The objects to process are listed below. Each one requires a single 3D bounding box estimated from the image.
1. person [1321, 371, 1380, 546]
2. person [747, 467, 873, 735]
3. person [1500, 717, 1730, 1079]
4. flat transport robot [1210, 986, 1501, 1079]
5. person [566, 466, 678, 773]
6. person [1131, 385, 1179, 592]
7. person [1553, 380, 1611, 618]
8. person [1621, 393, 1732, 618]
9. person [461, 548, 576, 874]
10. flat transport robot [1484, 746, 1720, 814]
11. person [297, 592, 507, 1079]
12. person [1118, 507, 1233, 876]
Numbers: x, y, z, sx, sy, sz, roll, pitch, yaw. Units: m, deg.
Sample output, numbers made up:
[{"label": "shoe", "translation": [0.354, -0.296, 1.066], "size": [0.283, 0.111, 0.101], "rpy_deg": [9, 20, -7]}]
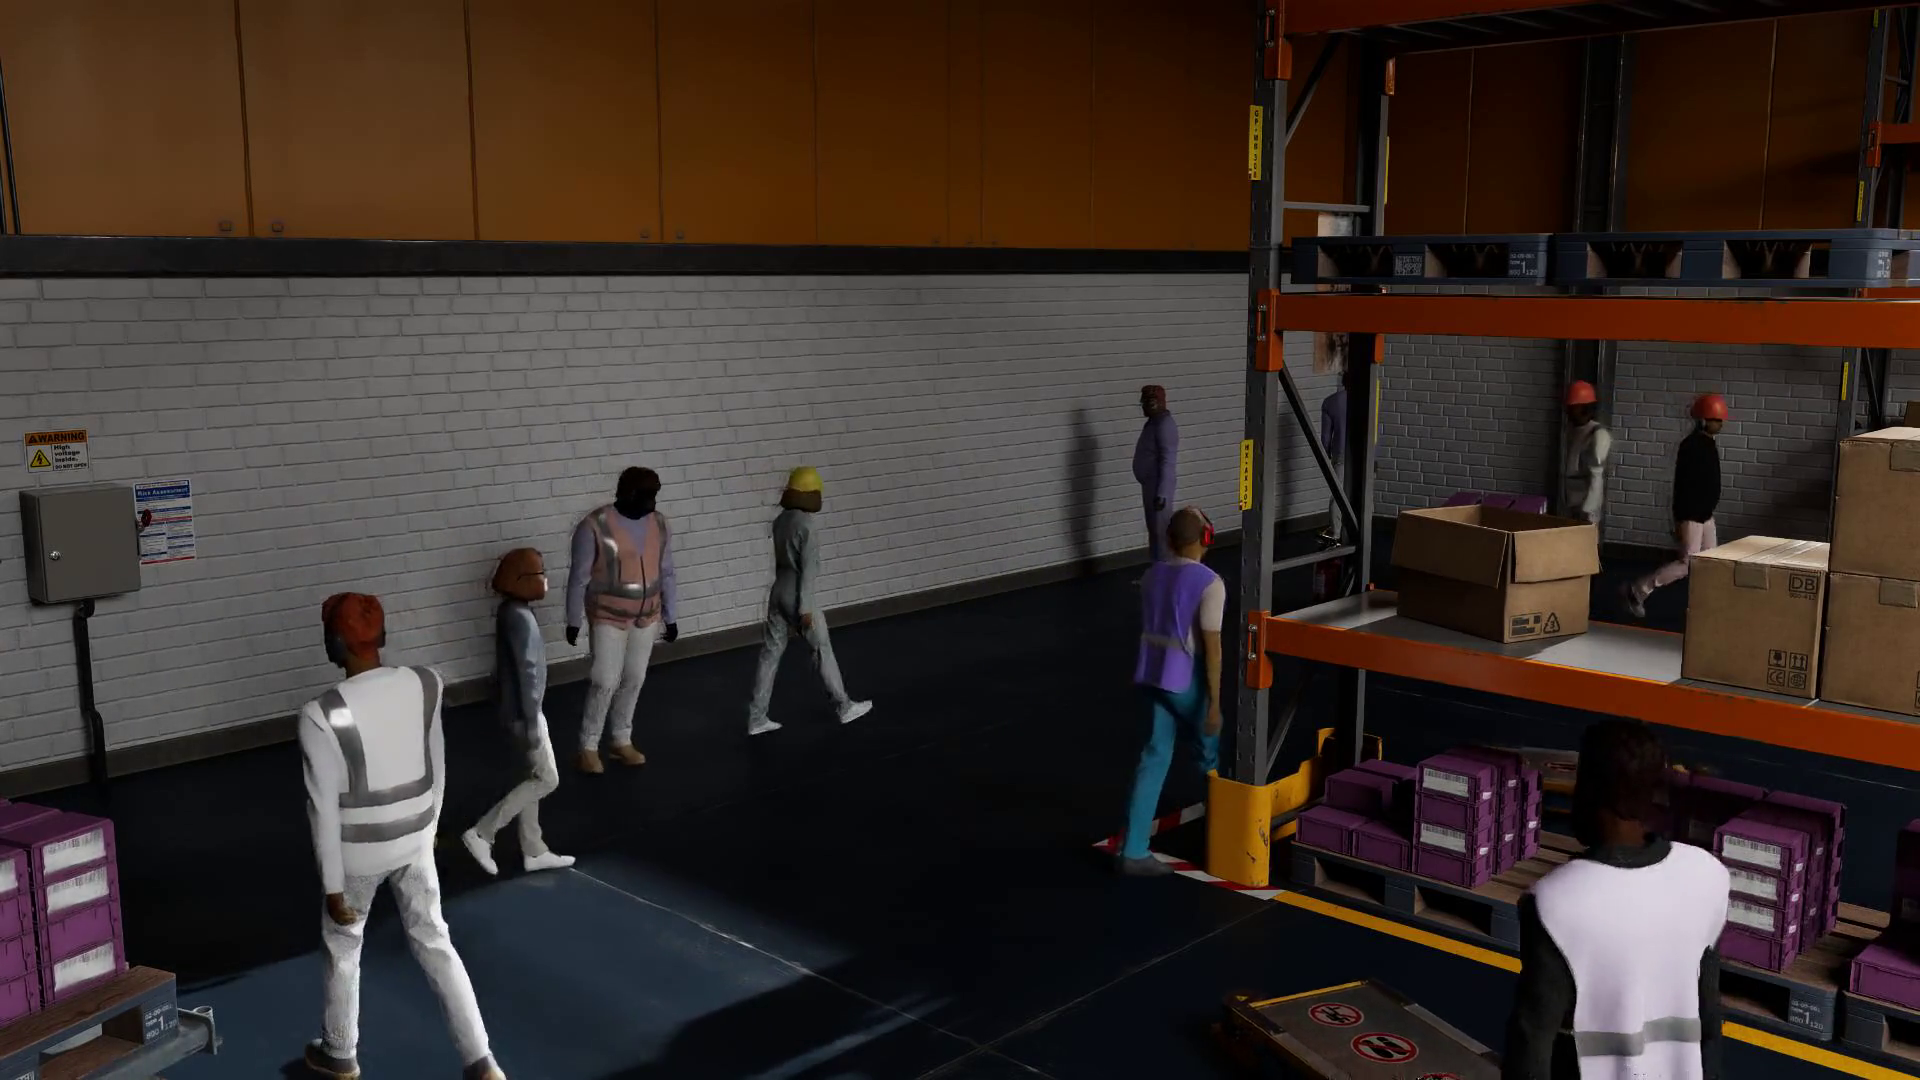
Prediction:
[{"label": "person", "translation": [4.134, -0.878, 17.624], "size": [0.627, 1.934, 0.372], "rpy_deg": [5, 10, 28]}, {"label": "person", "translation": [-0.987, 0.381, 10.630], "size": [0.894, 1.694, 0.494], "rpy_deg": [-7, 12, -39]}, {"label": "person", "translation": [1.559, 1.377, 3.915], "size": [0.663, 1.899, 0.545], "rpy_deg": [-5, 10, -26]}, {"label": "flat transport robot", "translation": [1.530, 1.884, 5.775], "size": [0.652, 0.197, 1.431], "rpy_deg": [-4, 10, -23]}, {"label": "person", "translation": [-1.977, 0.462, 9.804], "size": [0.466, 1.806, 0.650], "rpy_deg": [9, 13, 44]}, {"label": "person", "translation": [1.773, -0.465, 15.192], "size": [0.399, 1.902, 0.642], "rpy_deg": [-1, 9, -4]}, {"label": "person", "translation": [5.178, -0.329, 13.980], "size": [0.444, 2.032, 0.634], "rpy_deg": [-2, 10, -14]}, {"label": "person", "translation": [5.889, -0.221, 13.529], "size": [0.767, 1.968, 0.637], "rpy_deg": [7, 12, 39]}, {"label": "person", "translation": [-2.140, 0.840, 8.024], "size": [0.458, 1.619, 0.520], "rpy_deg": [-4, 10, -21]}, {"label": "flat transport robot", "translation": [3.394, 1.339, 9.115], "size": [1.431, 0.197, 0.652], "rpy_deg": [3, 10, 20]}, {"label": "person", "translation": [-1.999, 1.090, 5.852], "size": [0.944, 1.849, 0.583], "rpy_deg": [8, 12, 40]}, {"label": "person", "translation": [1.133, 0.737, 8.217], "size": [0.981, 1.774, 0.629], "rpy_deg": [-7, 12, -36]}]
